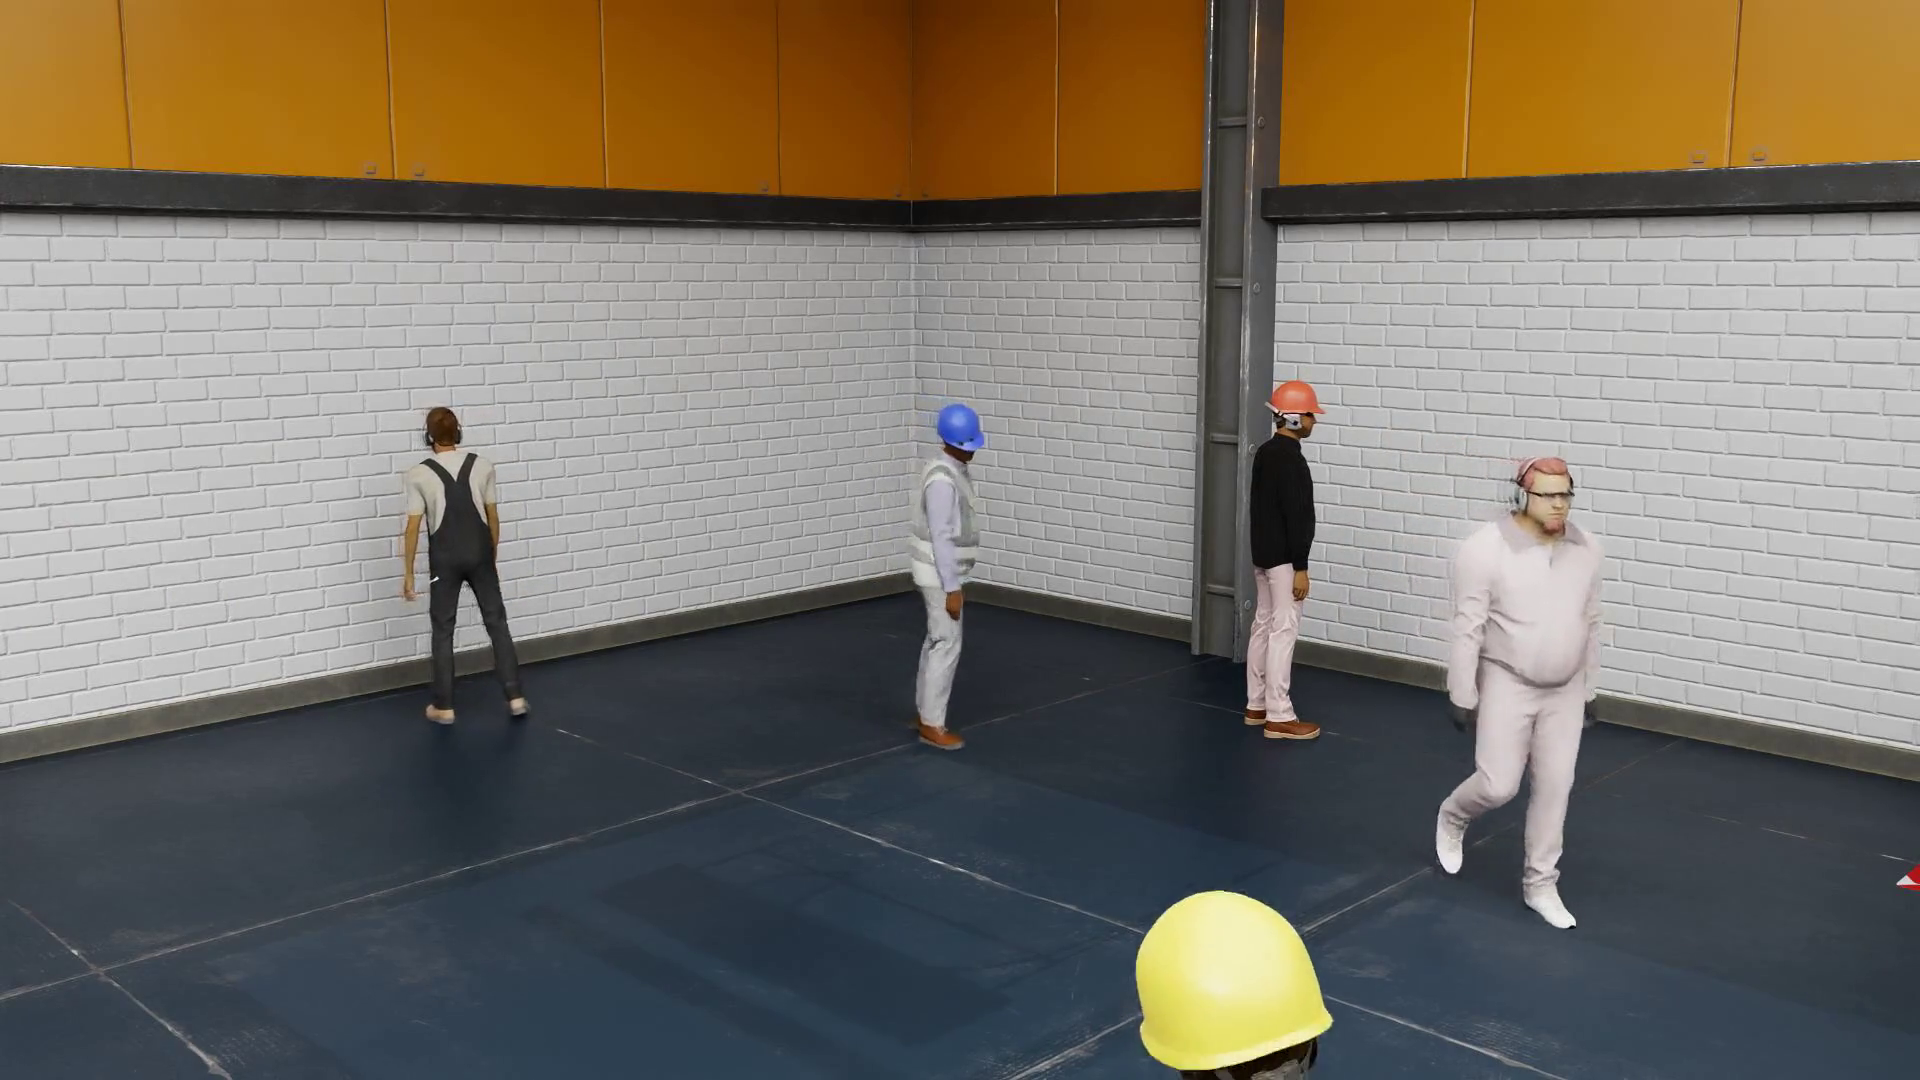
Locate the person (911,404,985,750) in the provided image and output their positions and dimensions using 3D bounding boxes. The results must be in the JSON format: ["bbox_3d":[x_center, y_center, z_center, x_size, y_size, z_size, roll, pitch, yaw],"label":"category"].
[{"bbox_3d":[-0.078,0.185,9.129,0.472,1.896,0.764,1,9,4],"label":"person"}]

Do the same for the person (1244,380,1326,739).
[{"bbox_3d":[1.823,0.104,9.312,0.395,1.992,0.622,-2,9,-10],"label":"person"}]

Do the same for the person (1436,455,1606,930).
[{"bbox_3d":[2.264,0.579,6.748,0.657,1.890,0.644,-2,10,-13],"label":"person"}]

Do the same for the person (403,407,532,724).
[{"bbox_3d":[-2.826,0.157,9.523,0.702,1.821,0.522,-5,10,-28],"label":"person"}]

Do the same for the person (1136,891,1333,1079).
[{"bbox_3d":[0.376,1.364,2.003,0.617,1.869,1.023,4,10,22],"label":"person"}]
